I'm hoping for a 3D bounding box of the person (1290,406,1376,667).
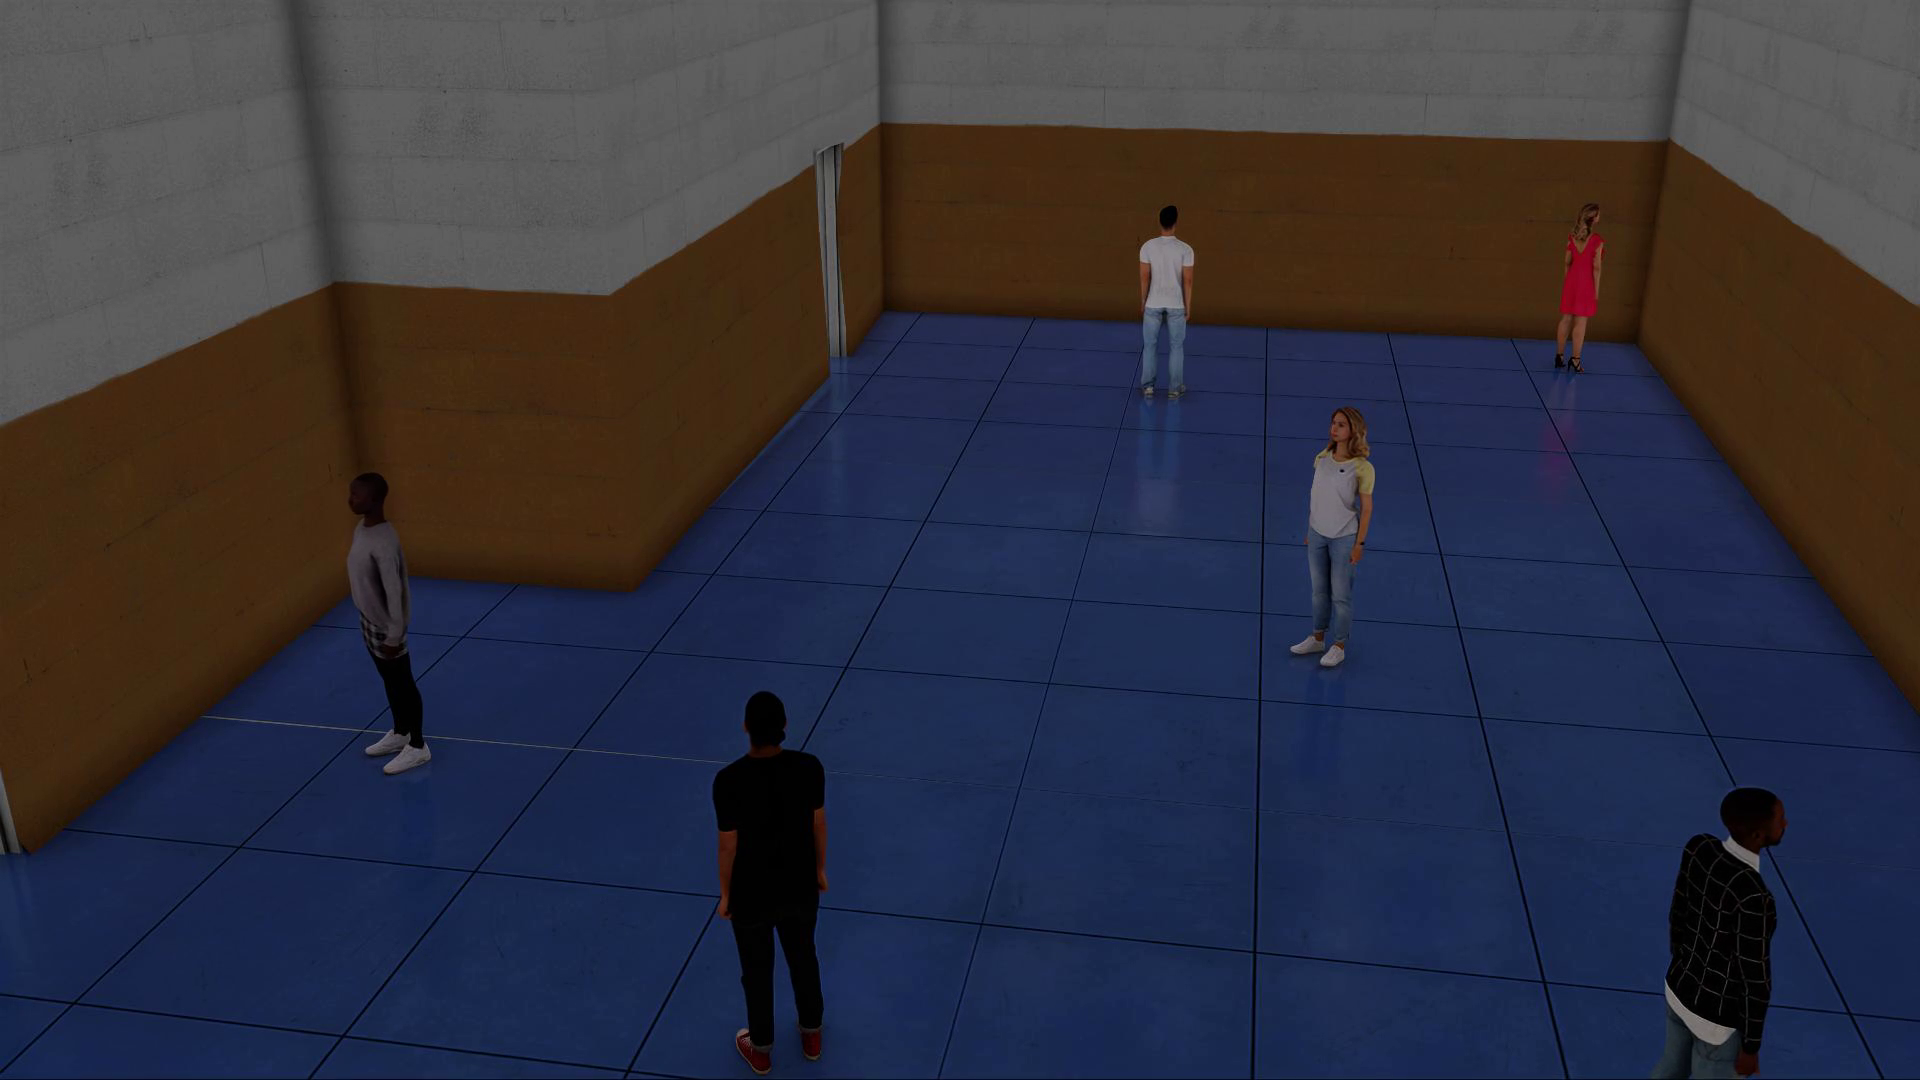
[{"bbox_3d":[2.409,-0.029,10.646,0.771,1.723,0.694,-17,28,-36],"label":"person"}]

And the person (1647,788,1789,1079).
[{"bbox_3d":[2.782,1.716,6.191,0.669,1.821,0.734,-3,22,-7],"label":"person"}]

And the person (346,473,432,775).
[{"bbox_3d":[-3.234,0.453,9.402,0.749,1.771,0.686,-15,26,-33],"label":"person"}]

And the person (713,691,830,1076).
[{"bbox_3d":[-0.785,1.436,6.976,0.681,1.756,0.784,-9,24,-22],"label":"person"}]

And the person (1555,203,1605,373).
[{"bbox_3d":[6.347,-2.596,17.046,0.718,1.728,0.666,-13,25,-29],"label":"person"}]

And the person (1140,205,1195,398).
[{"bbox_3d":[1.996,-2.313,16.159,0.502,1.866,0.741,5,22,13],"label":"person"}]
